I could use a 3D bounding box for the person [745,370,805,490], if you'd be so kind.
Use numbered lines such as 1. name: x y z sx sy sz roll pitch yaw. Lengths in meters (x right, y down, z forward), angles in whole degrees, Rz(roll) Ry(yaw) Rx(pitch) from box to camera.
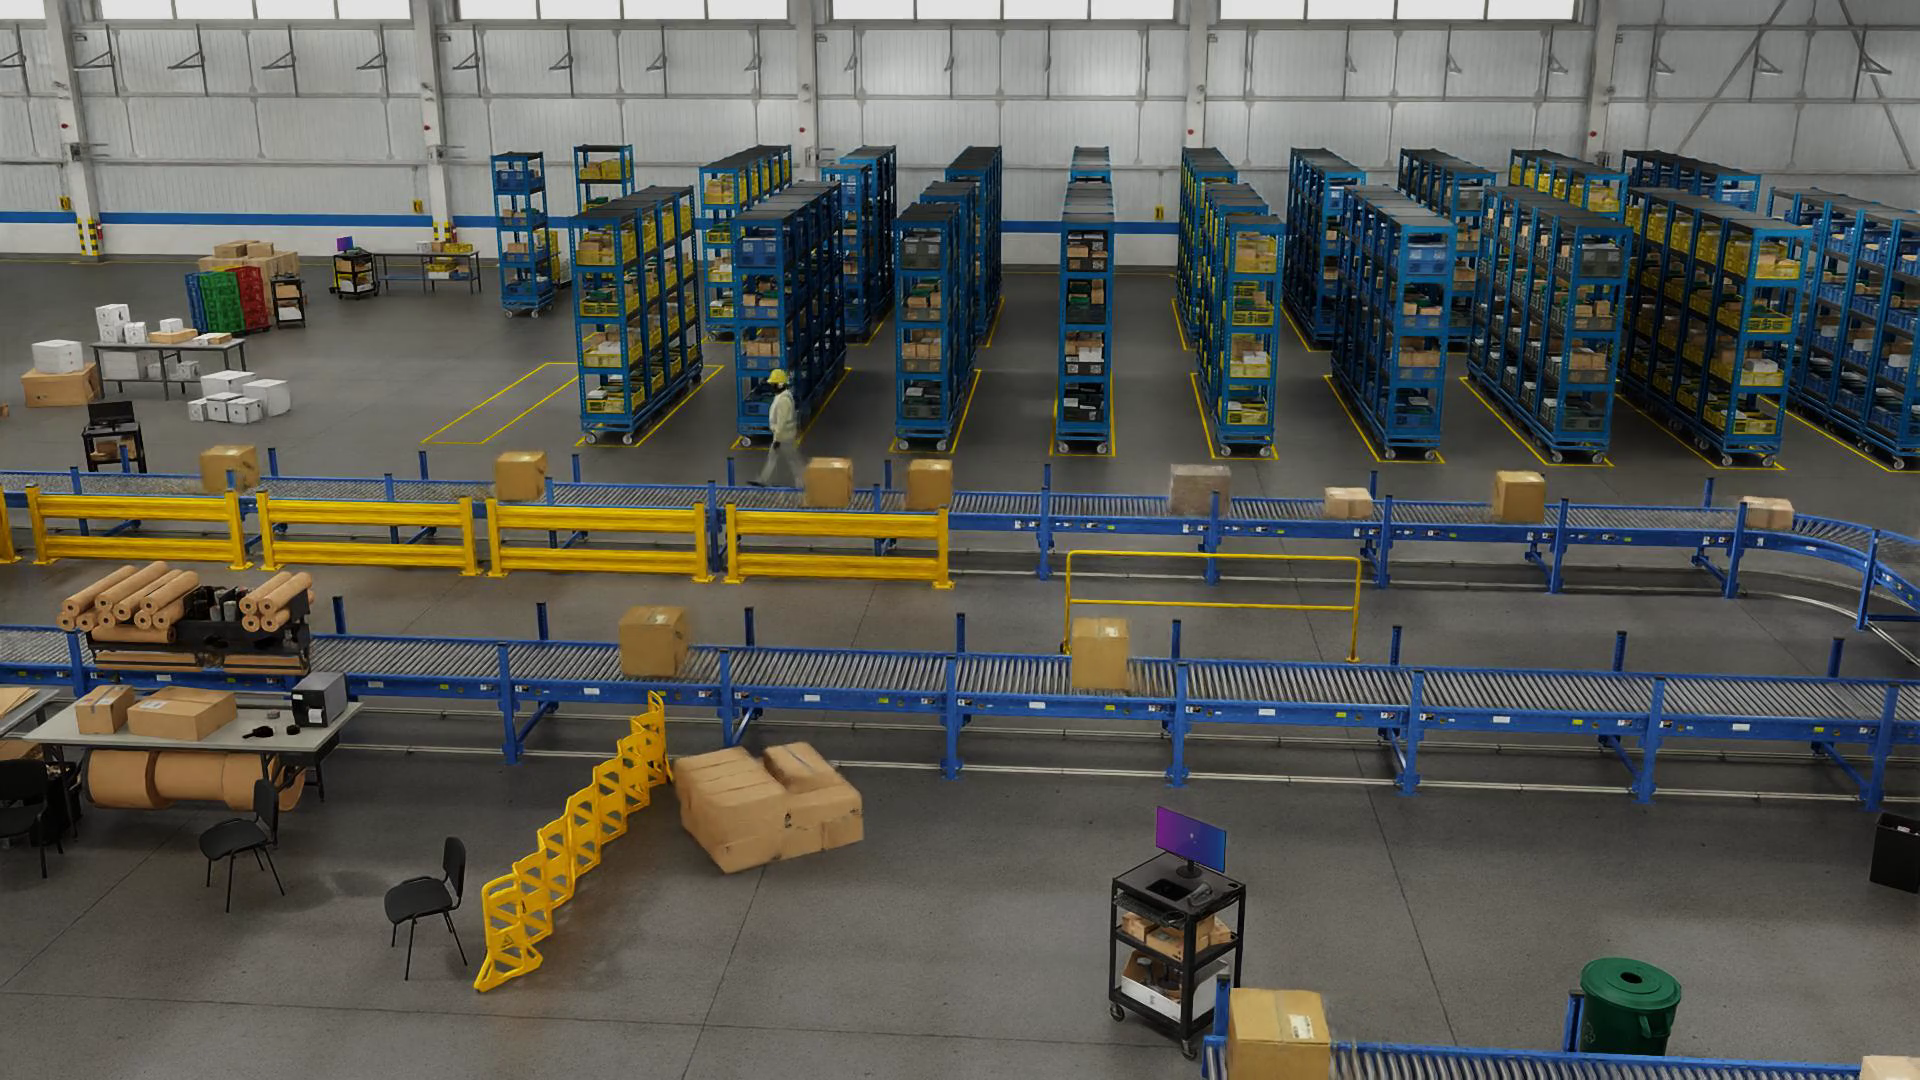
1. person: -2.601 -1.501 23.382 0.890 1.788 0.626 -3 18 -11

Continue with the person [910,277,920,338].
1. person: -0.847 -5.137 34.888 0.584 1.807 0.873 0 17 2
